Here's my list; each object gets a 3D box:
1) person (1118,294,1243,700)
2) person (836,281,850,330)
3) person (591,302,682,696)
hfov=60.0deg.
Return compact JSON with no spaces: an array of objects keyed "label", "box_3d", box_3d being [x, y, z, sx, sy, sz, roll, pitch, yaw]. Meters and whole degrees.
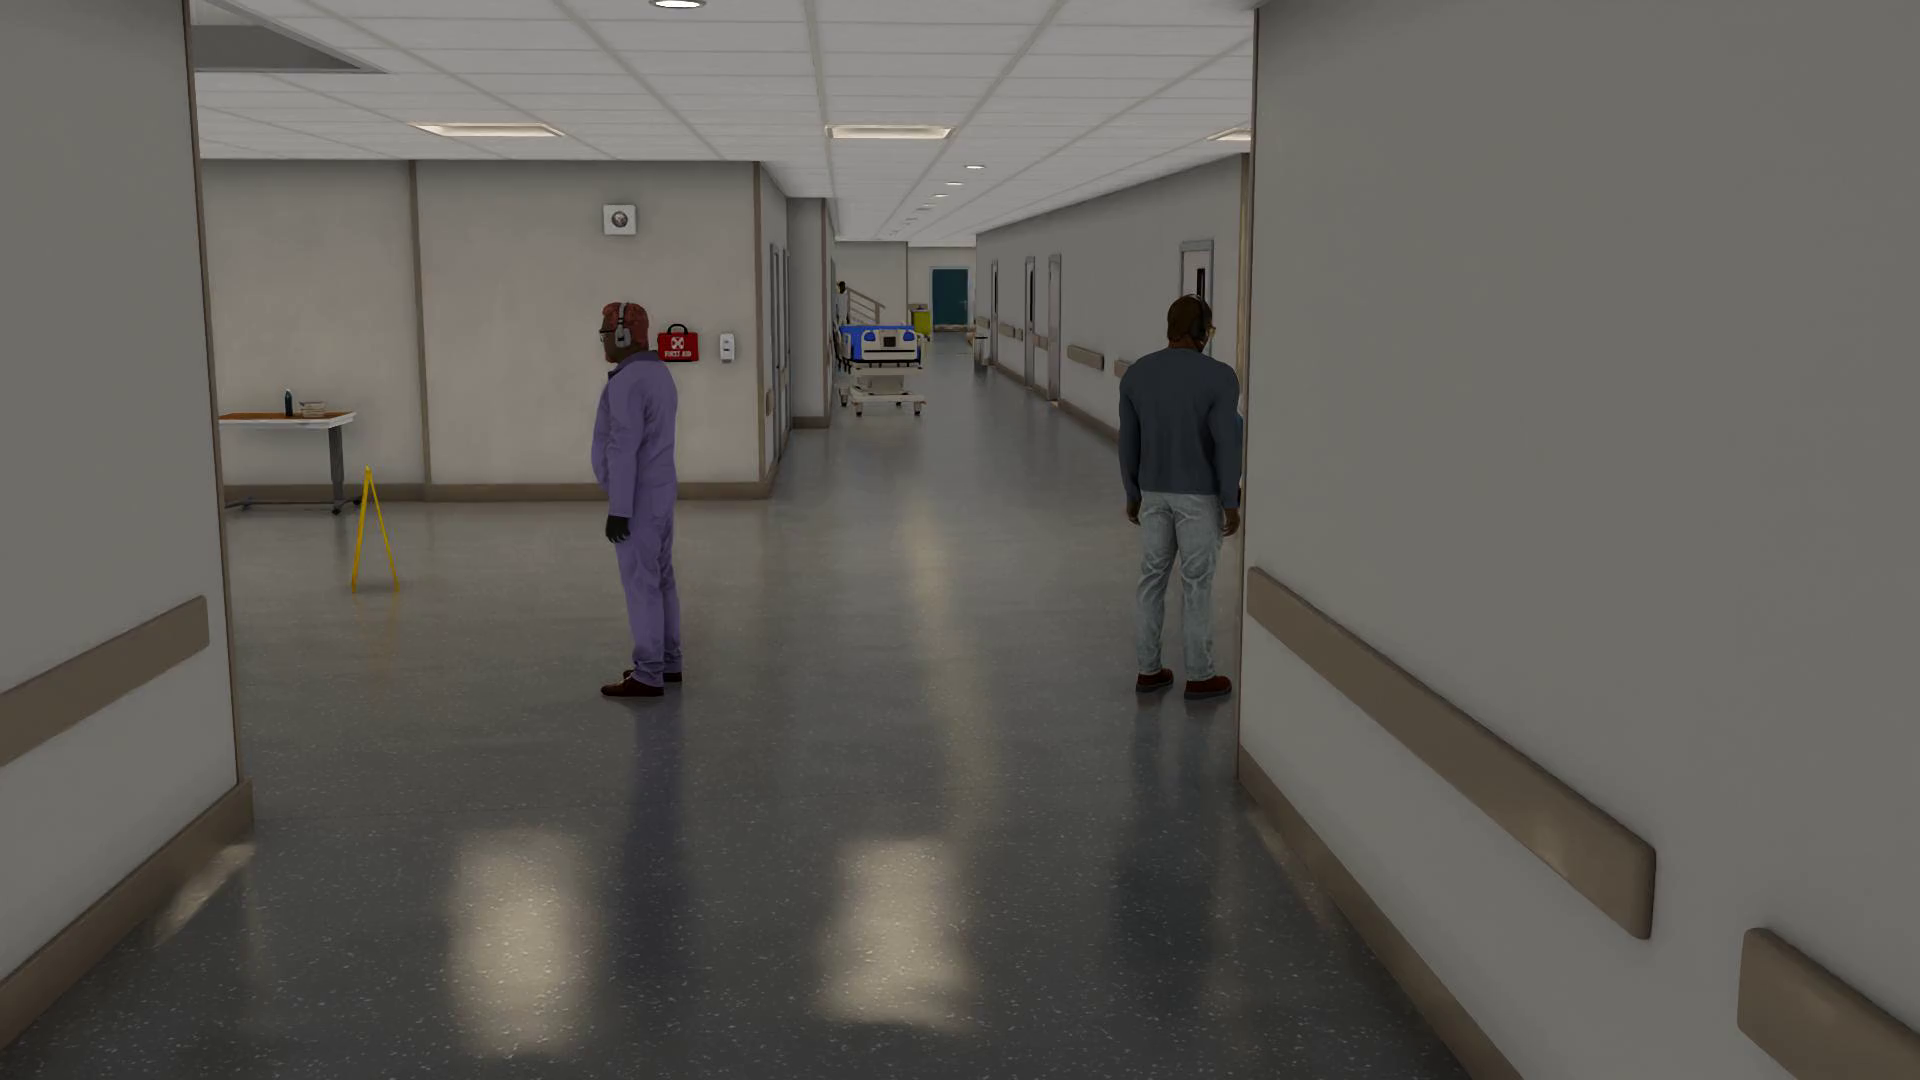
[{"label":"person","box_3d":[1.057,-0.203,7.970,0.635,1.931,0.354,7,11,36]},{"label":"person","box_3d":[-3.072,-5.809,43.363,0.323,1.871,0.530,7,11,37]},{"label":"person","box_3d":[-1.576,-0.195,8.056,0.398,1.900,0.634,1,9,4]}]
